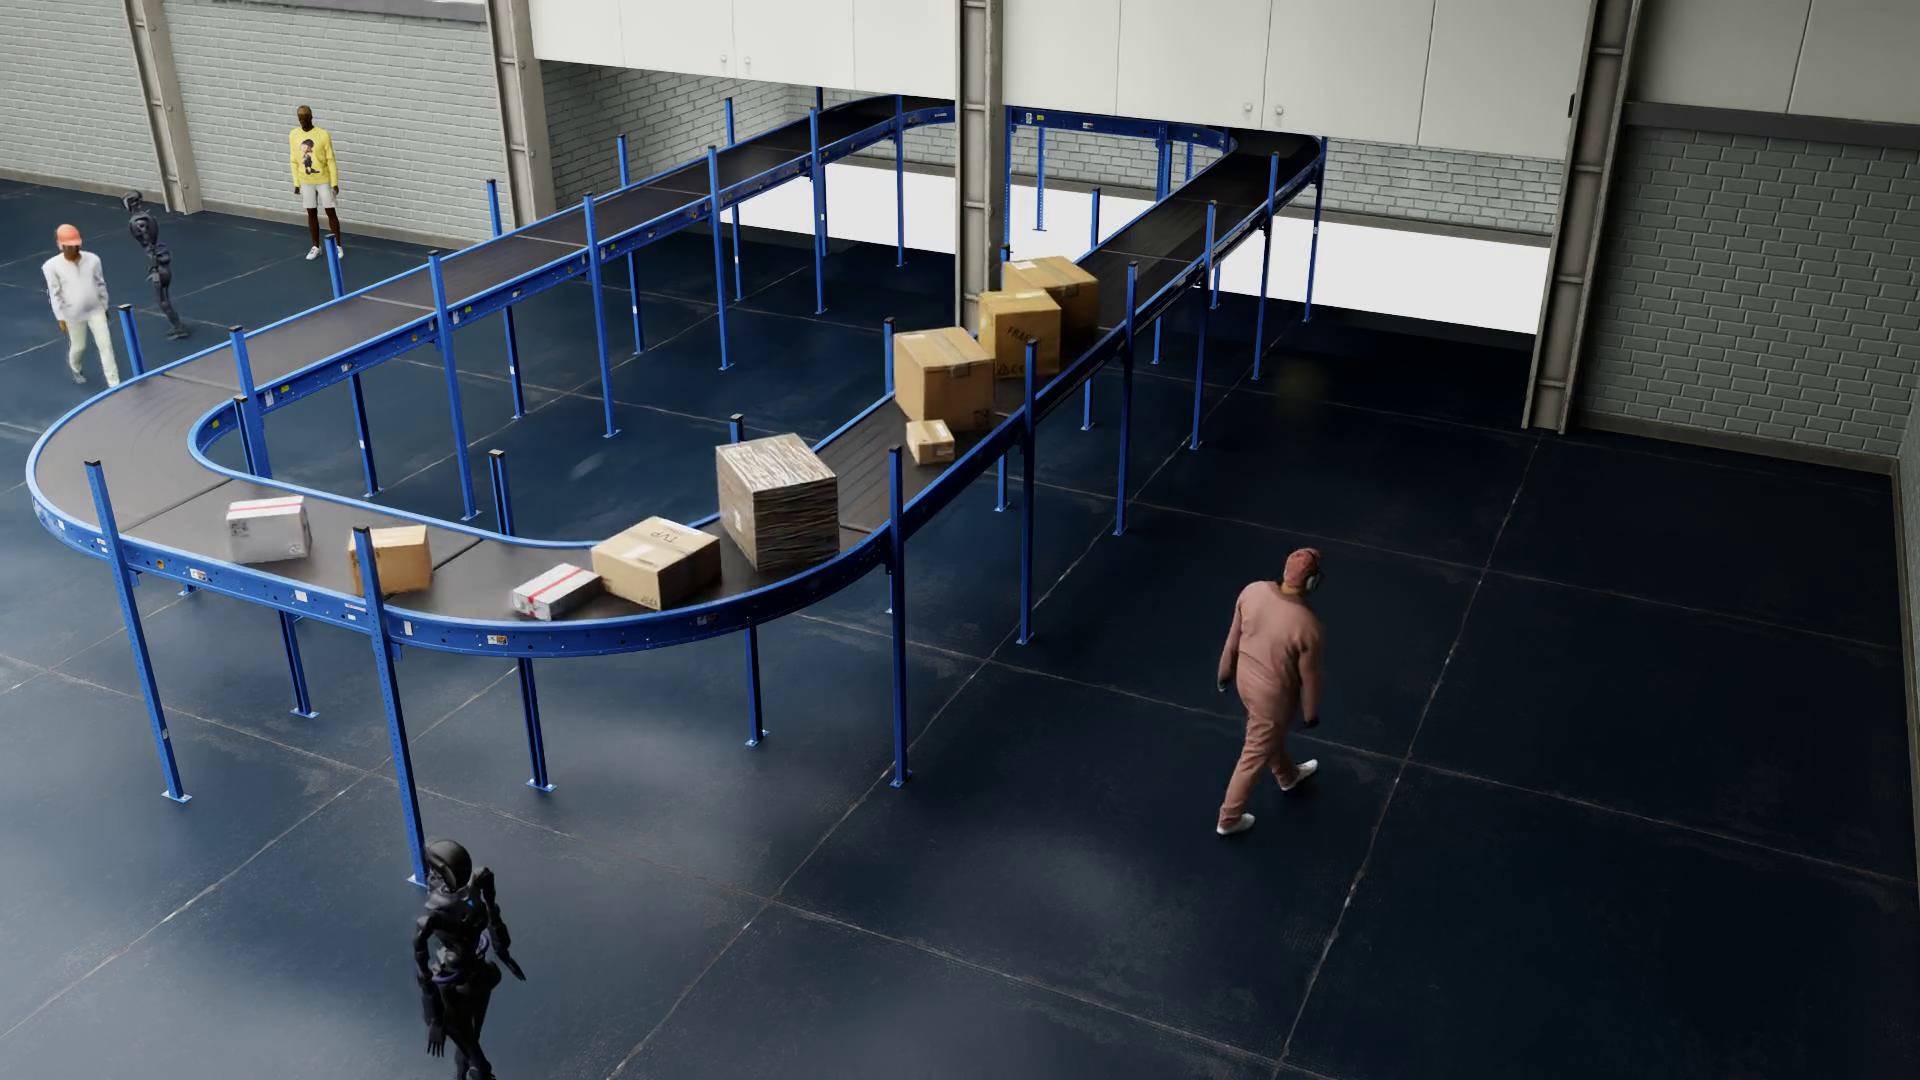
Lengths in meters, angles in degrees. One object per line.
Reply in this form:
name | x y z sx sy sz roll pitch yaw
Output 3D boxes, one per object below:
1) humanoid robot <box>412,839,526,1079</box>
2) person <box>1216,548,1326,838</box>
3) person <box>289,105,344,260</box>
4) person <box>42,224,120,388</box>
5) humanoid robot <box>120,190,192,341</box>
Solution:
humanoid robot | -2.261 2.071 7.742 0.705 1.635 0.588 11 28 21
person | 1.931 0.882 9.930 0.969 1.842 0.702 -14 30 -26
person | -7.957 -4.421 20.551 0.542 1.901 0.376 -2 26 -4
person | -8.693 -2.294 16.458 0.770 1.725 0.564 23 35 39
humanoid robot | -8.611 -2.952 17.861 0.437 1.637 0.609 -13 29 -25
